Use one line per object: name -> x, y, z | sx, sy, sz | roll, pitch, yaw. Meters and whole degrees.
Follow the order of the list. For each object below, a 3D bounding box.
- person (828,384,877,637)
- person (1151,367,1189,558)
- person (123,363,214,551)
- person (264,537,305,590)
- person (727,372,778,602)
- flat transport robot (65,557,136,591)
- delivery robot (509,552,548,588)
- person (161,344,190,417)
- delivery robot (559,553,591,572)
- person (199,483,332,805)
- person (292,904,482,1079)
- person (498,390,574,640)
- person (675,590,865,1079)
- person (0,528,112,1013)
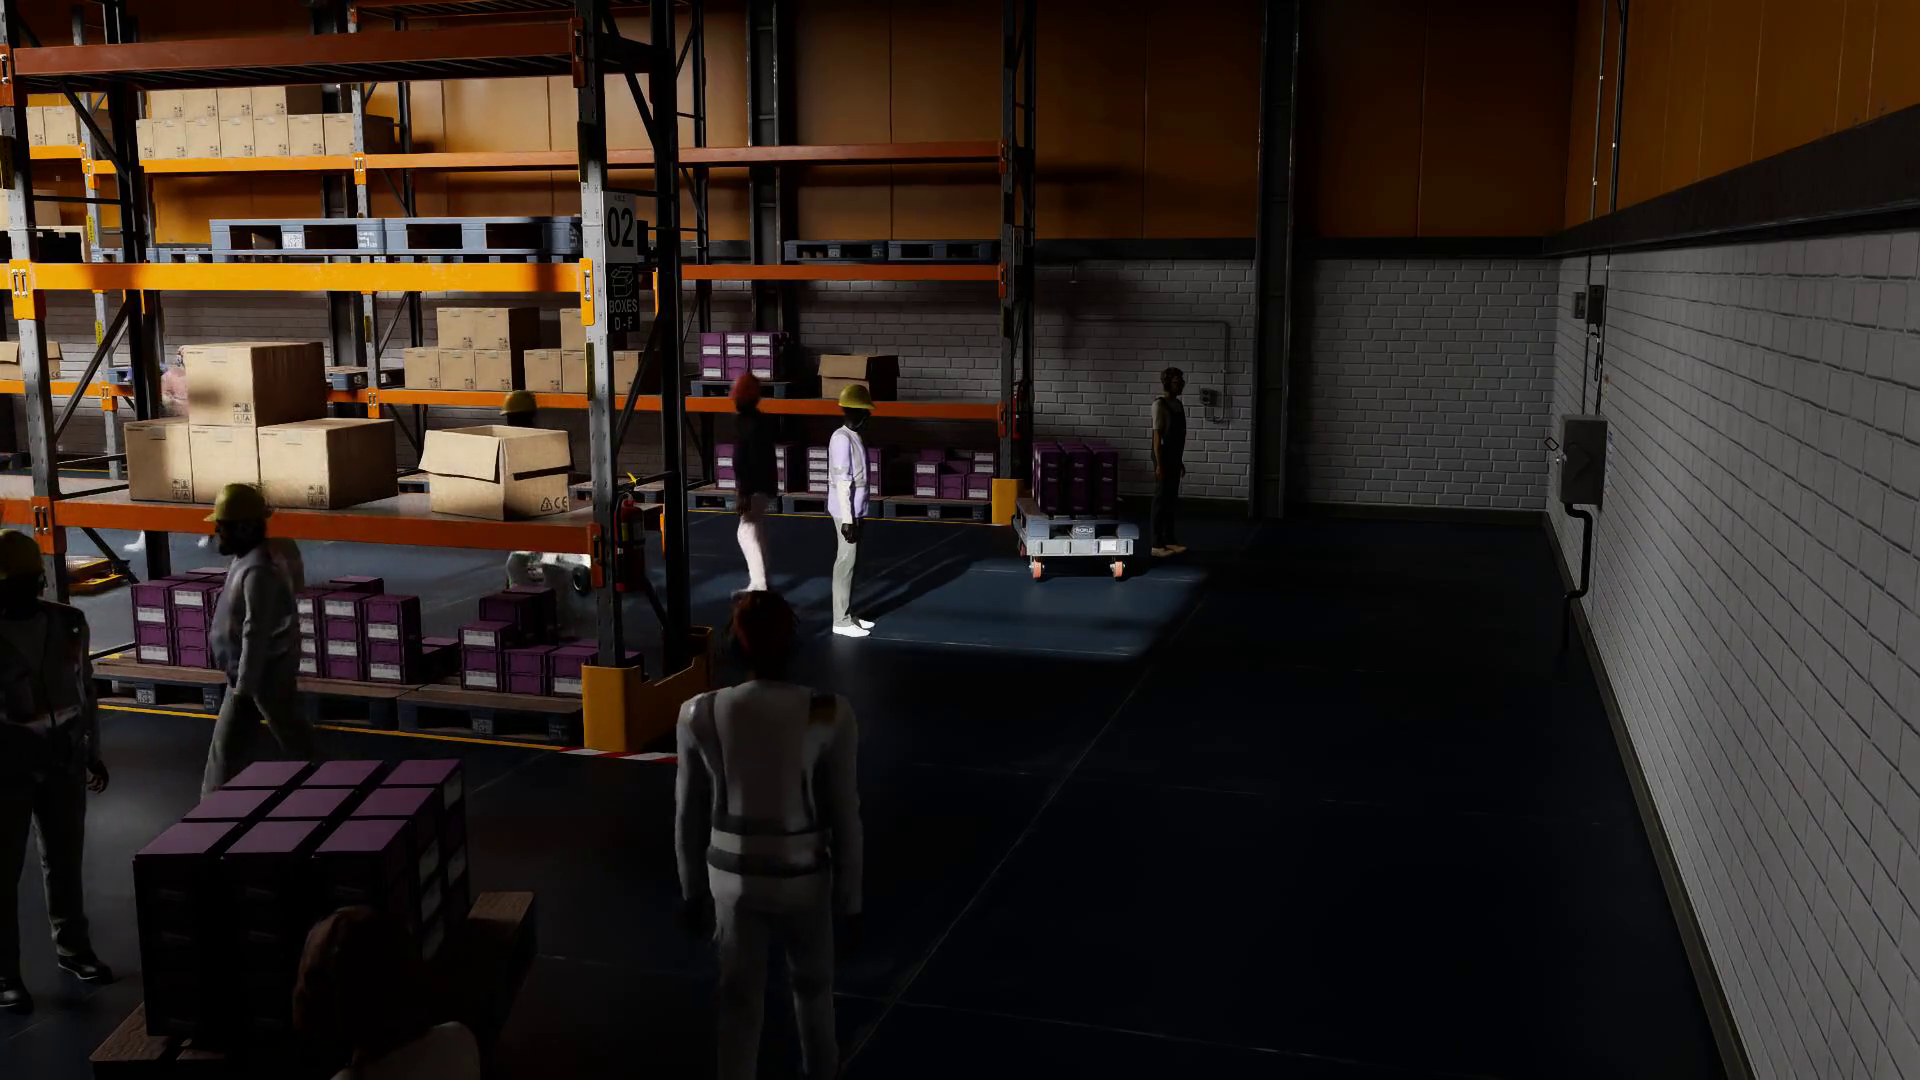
person -> -0.813, -0.231, 12.730 | 0.382, 1.924, 0.594 | 1, 9, 5
person -> 2.041, -0.756, 16.183 | 0.344, 1.846, 0.507 | 6, 11, 32
person -> -7.835, -0.826, 16.437 | 0.852, 1.914, 0.607 | -3, 10, -19
person -> -5.105, 0.005, 12.237 | 0.794, 1.608, 0.519 | 4, 10, 22
person -> -1.736, -0.431, 13.851 | 0.427, 1.964, 0.638 | -3, 10, -16
flat transport robot -> -8.111, 0.287, 14.607 | 1.431, 0.197, 0.652 | 1, 9, 4
delivery robot -> -3.439, 0.294, 13.415 | 0.477, 0.478, 0.707 | -2, 10, -10
person -> -8.995, -1.332, 19.492 | 0.410, 1.912, 0.643 | 8, 12, 40
delivery robot -> -3.228, 0.121, 14.470 | 0.477, 0.478, 0.707 | -8, 12, -41
person -> -3.396, 0.610, 8.047 | 0.924, 1.786, 0.611 | -5, 11, -28
person -> -1.131, 1.484, 3.207 | 0.595, 1.609, 0.529 | 4, 10, 25
person -> -3.199, -0.169, 12.446 | 0.609, 1.892, 0.625 | 0, 9, 3
person -> -0.590, 1.065, 5.160 | 0.602, 1.830, 0.995 | 0, 9, 2
person -> -3.563, 0.859, 6.372 | 0.404, 1.831, 0.601 | 6, 11, 34
